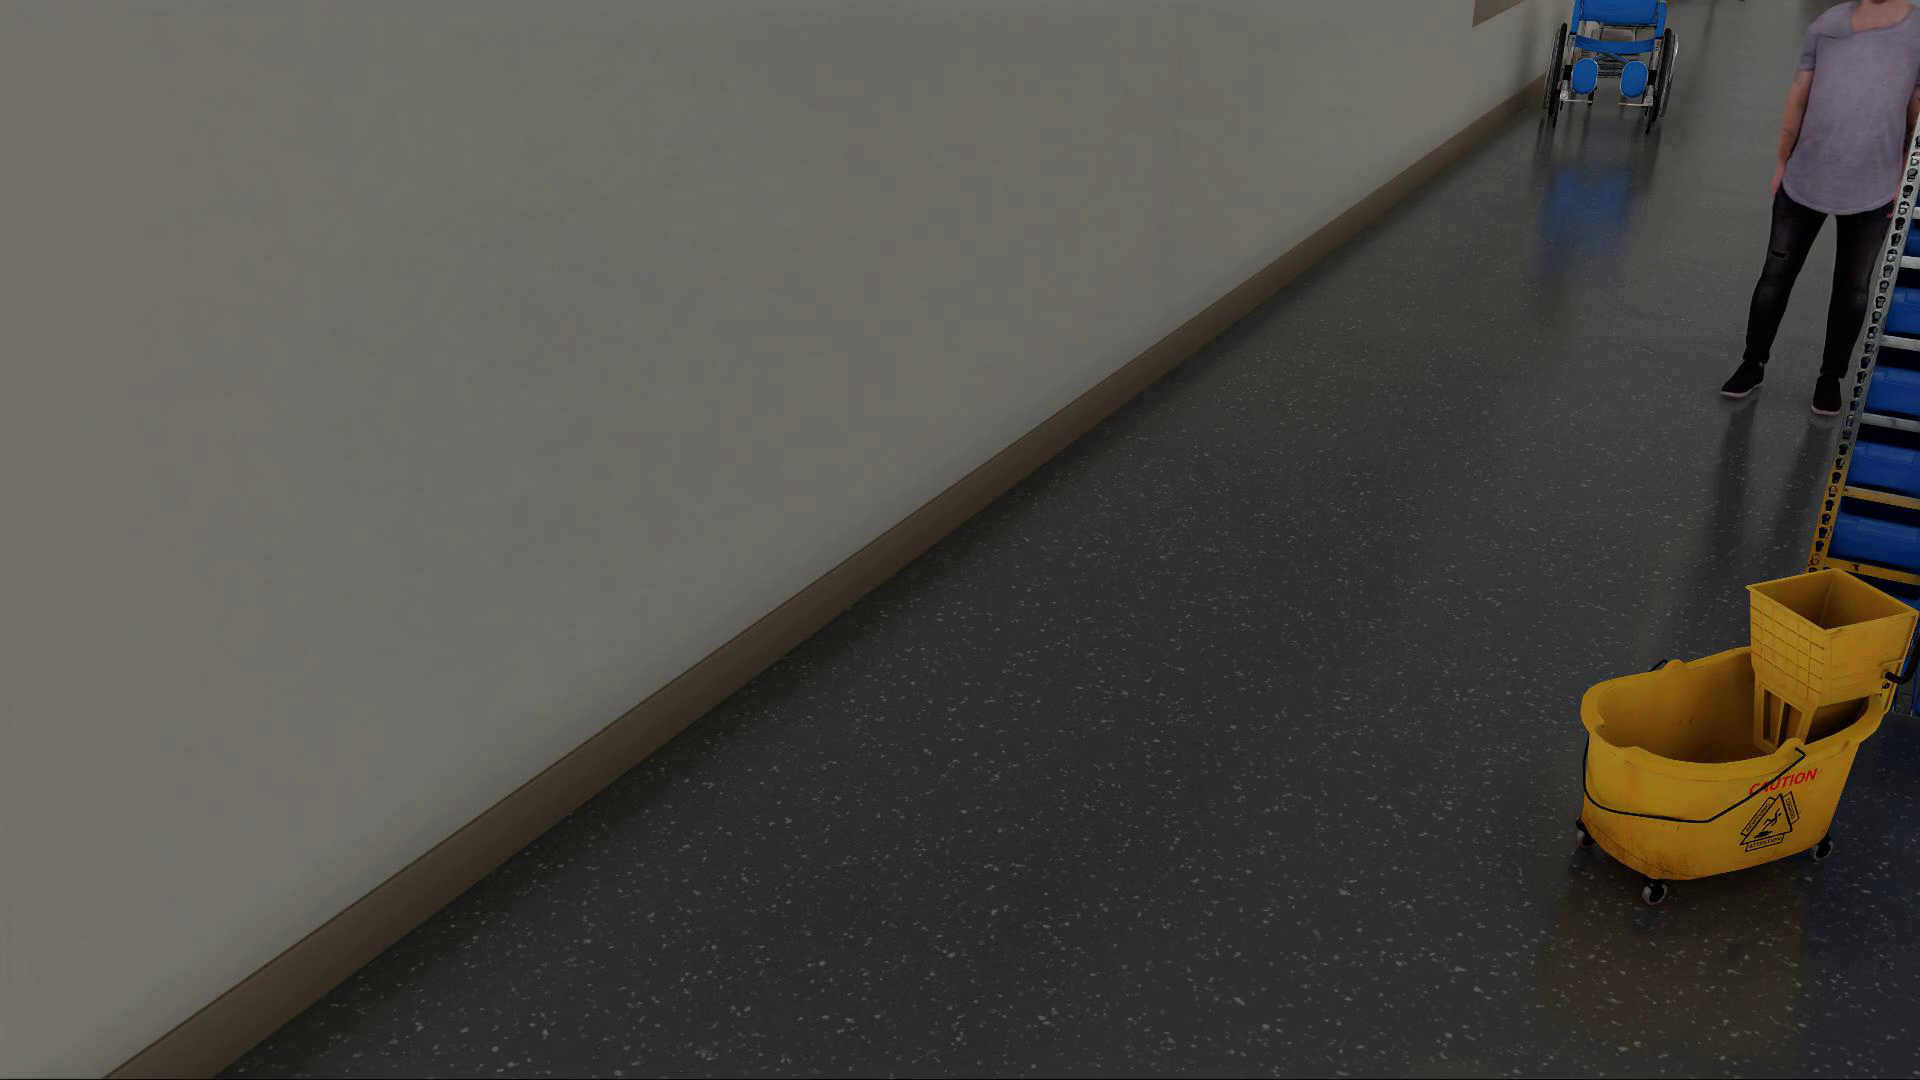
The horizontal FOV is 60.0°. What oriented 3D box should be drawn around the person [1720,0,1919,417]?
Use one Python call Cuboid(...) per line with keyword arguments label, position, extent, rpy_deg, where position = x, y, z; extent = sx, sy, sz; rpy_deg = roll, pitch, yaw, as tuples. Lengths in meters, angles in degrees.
Cuboid(label="person", position=(3.437, -1.413, 6.475), extent=(0.543, 1.838, 0.736), rpy_deg=(17, 30, 31))
